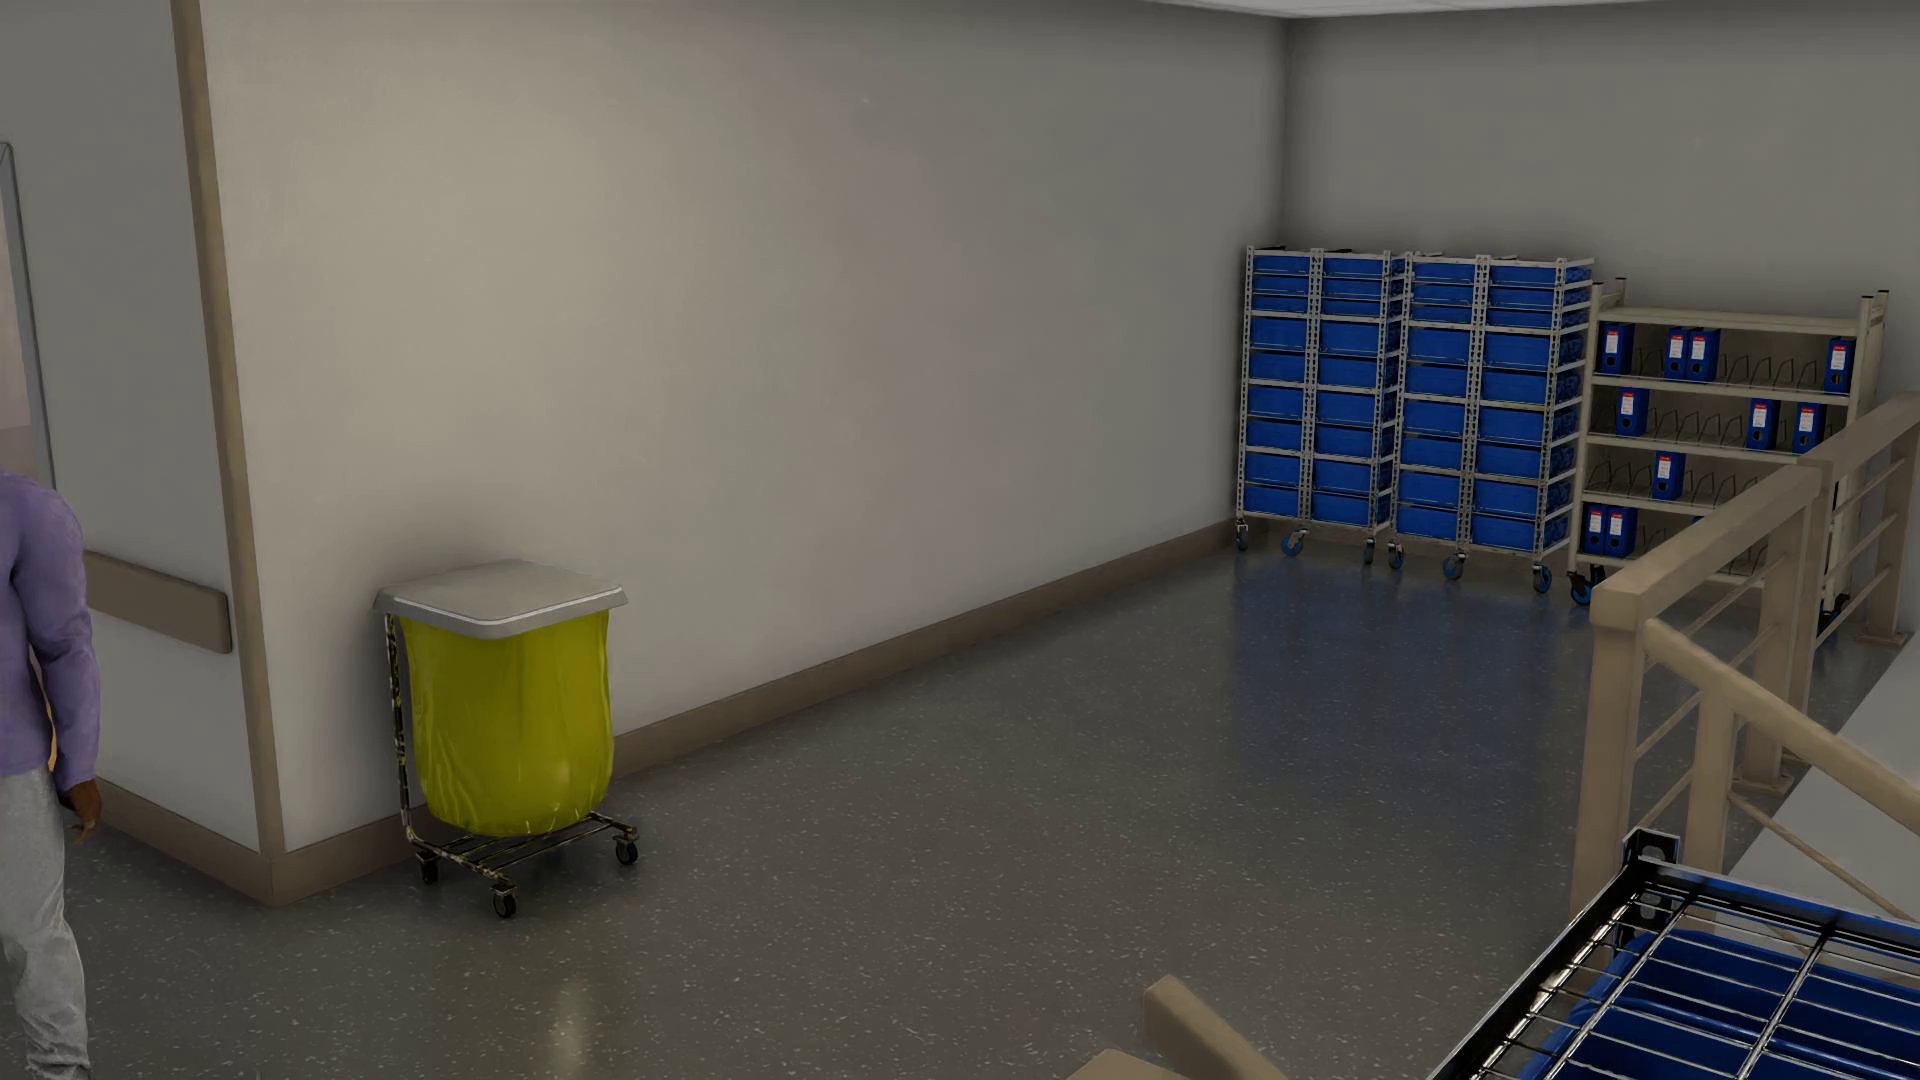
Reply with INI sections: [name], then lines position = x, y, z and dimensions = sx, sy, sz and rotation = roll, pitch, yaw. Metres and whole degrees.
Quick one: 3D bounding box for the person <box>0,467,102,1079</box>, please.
[person]
position = -2.226, 0.523, 3.658
dimensions = 0.636, 1.939, 0.364
rotation = -4, 14, -16
